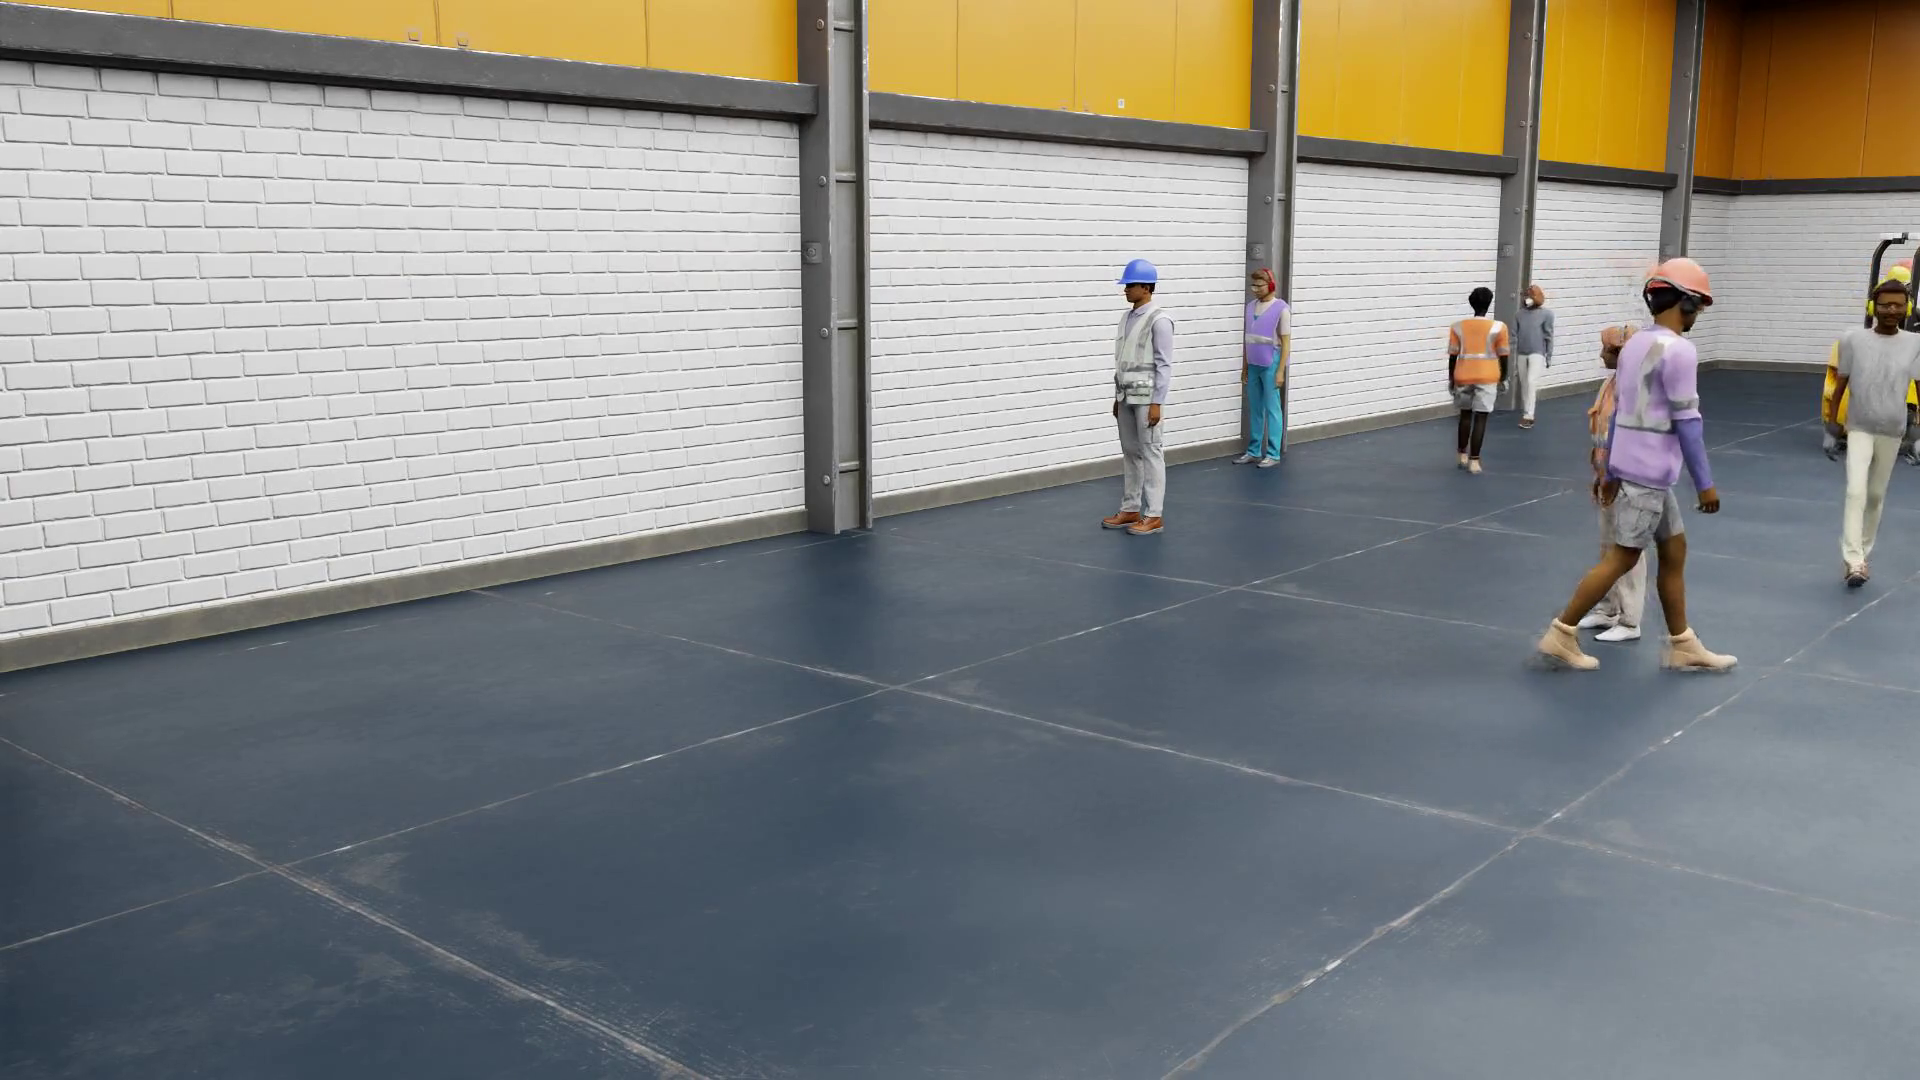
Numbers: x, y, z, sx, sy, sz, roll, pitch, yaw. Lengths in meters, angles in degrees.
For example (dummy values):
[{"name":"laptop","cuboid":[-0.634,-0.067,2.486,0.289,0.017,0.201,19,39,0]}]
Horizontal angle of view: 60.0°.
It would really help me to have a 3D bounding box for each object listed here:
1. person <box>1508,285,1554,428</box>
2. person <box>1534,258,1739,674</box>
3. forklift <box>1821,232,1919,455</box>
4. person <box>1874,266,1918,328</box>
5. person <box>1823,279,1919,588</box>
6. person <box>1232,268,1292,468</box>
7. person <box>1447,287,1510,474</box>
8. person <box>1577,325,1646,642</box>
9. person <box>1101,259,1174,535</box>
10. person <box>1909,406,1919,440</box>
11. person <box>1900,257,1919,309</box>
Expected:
[{"name":"person","cuboid":[6.358,-2.056,18.743,0.658,1.614,0.511,-8,13,-39]},{"name":"person","cuboid":[3.225,-0.329,7.869,0.959,1.991,0.596,1,10,7]},{"name":"forklift","cuboid":[9.955,-1.972,16.595,2.313,2.155,1.214,1,10,8]},{"name":"person","cuboid":[10.029,-2.019,17.890,0.404,1.831,0.601,3,10,16]},{"name":"person","cuboid":[5.459,-0.615,9.894,0.521,1.828,0.941,4,11,21]},{"name":"person","cuboid":[2.836,-1.587,15.417,0.390,1.838,0.563,-6,11,-29]},{"name":"person","cuboid":[4.725,-1.449,15.102,0.537,1.680,0.627,7,12,34]},{"name":"person","cuboid":[3.415,-0.290,8.609,0.315,1.636,0.514,0,10,1]},{"name":"person","cuboid":[1.282,-1.016,11.855,0.384,1.948,0.605,-5,11,-26]},{"name":"person","cuboid":[6.959,-0.777,11.523,0.603,1.581,0.879,2,10,10]},{"name":"person","cuboid":[11.057,-2.371,19.635,0.687,1.922,0.547,-7,12,-36]}]
